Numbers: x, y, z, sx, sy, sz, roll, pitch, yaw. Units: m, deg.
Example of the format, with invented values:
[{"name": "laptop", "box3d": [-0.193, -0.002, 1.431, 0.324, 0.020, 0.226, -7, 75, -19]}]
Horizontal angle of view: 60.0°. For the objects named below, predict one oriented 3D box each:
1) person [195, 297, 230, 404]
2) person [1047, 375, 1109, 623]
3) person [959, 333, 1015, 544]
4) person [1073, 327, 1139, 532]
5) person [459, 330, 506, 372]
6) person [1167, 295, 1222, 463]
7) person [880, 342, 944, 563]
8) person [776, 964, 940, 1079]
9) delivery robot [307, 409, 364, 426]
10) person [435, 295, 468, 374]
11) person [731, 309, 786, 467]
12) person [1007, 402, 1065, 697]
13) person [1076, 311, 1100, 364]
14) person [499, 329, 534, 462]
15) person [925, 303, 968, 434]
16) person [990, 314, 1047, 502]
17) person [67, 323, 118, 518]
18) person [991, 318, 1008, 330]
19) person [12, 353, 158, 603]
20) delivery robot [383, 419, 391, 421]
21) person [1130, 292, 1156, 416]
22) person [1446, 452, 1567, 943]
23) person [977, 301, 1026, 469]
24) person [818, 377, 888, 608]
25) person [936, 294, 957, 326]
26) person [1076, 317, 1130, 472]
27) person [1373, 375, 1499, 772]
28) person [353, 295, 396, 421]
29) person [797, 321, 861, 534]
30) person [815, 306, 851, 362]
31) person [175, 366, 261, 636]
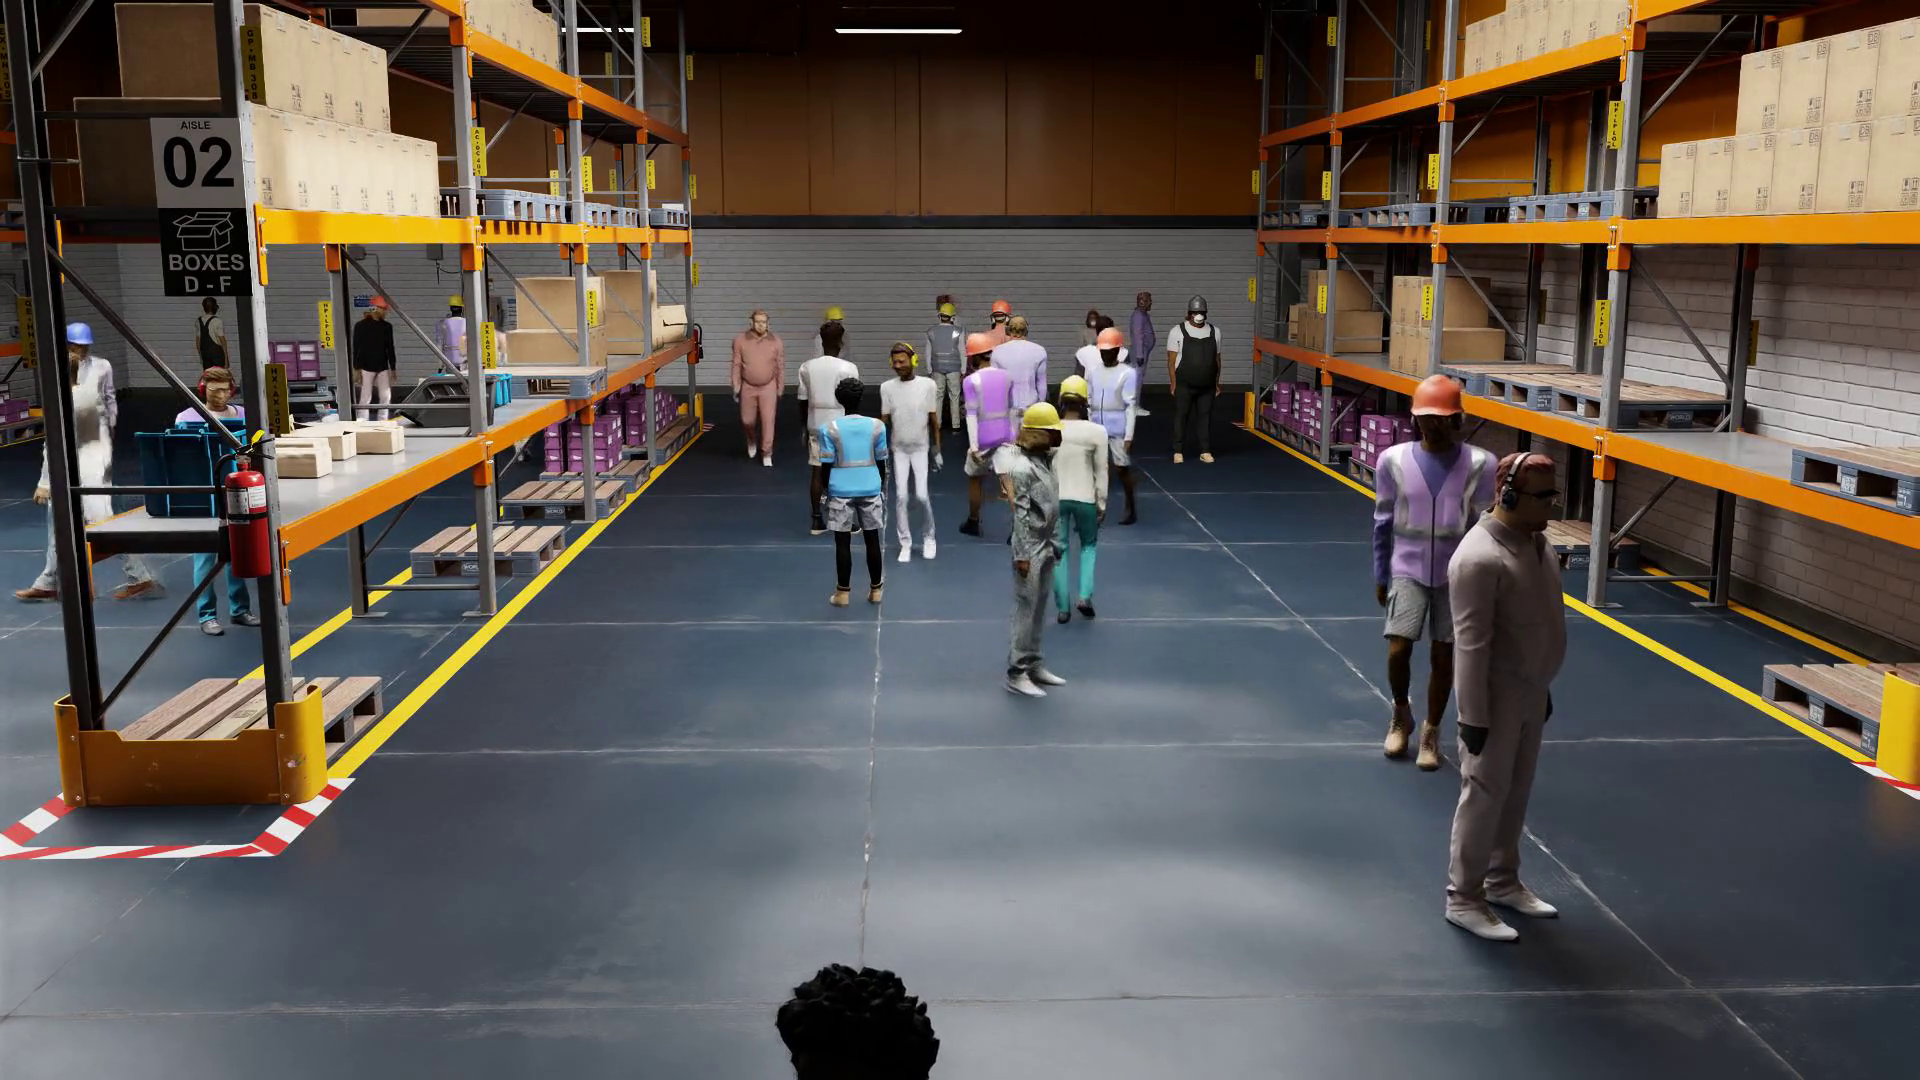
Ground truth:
[{"name": "person", "box3d": [-11.383, -2.779, 25.376, 0.512, 1.845, 0.340, 2, 10, 13]}, {"name": "person", "box3d": [0.786, -0.283, 11.745, 0.525, 1.753, 0.378, 1, 10, 8]}, {"name": "person", "box3d": [0.296, -0.903, 14.854, 0.578, 1.887, 1.014, -5, 11, -25]}, {"name": "person", "box3d": [1.419, -1.043, 15.566, 0.556, 1.901, 0.898, 7, 12, 34]}, {"name": "person", "box3d": [-6.114, -2.083, 21.477, 0.641, 1.880, 1.011, 0, 10, -2]}, {"name": "person", "box3d": [2.873, -1.945, 20.181, 0.684, 2.000, 0.538, -2, 10, -10]}, {"name": "person", "box3d": [-0.418, -0.731, 13.956, 0.532, 1.847, 0.378, 2, 10, 14]}, {"name": "person", "box3d": [-0.136, 1.415, 2.423, 0.537, 1.695, 0.321, 3, 11, 15]}, {"name": "delivery robot", "box3d": [-7.943, -1.428, 21.181, 0.477, 0.478, 0.707, 5, 11, 28]}, {"name": "person", "box3d": [-7.171, -2.537, 23.795, 0.594, 1.924, 0.384, -2, 10, -14]}, {"name": "person", "box3d": [-2.422, -1.843, 20.043, 0.654, 1.885, 0.709, -1, 10, -4]}, {"name": "person", "box3d": [0.465, 0.046, 9.920, 0.322, 1.743, 0.492, 4, 11, 24]}, {"name": "person", "box3d": [2.100, -2.834, 26.391, 0.517, 1.590, 0.854, 1, 10, 7]}, {"name": "person", "box3d": [-5.338, -1.747, 20.198, 0.543, 1.625, 0.373, 1, 10, 4]}, {"name": "person", "box3d": [-0.180, -2.392, 23.250, 0.603, 1.830, 0.404, 3, 11, 16]}, {"name": "person", "box3d": [0.592, -1.352, 17.163, 0.627, 1.940, 0.371, -2, 10, -12]}, {"name": "person", "box3d": [-8.307, -1.094, 15.773, 0.603, 1.927, 0.439, -7, 12, -35]}, {"name": "person", "box3d": [0.529, -1.894, 20.463, 0.430, 1.841, 0.624, -3, 11, -18]}, {"name": "person", "box3d": [-6.520, -0.456, 12.324, 1.012, 1.898, 0.640, -3, 11, -16]}, {"name": "delivery robot", "box3d": [-6.978, -1.436, 21.224, 0.707, 0.478, 0.477, -6, 12, -29]}, {"name": "person", "box3d": [2.828, -2.882, 25.778, 0.400, 1.907, 0.644, 2, 10, 9]}, {"name": "person", "box3d": [2.121, 0.599, 6.432, 0.400, 1.895, 0.652, 9, 13, 40]}, {"name": "person", "box3d": [0.496, -1.830, 19.687, 0.609, 1.988, 0.392, -2, 10, -9]}, {"name": "person", "box3d": [-0.785, -0.347, 12.228, 0.536, 1.699, 0.322, -4, 11, -20]}, {"name": "person", "box3d": [-0.155, -2.967, 26.381, 0.633, 1.866, 0.595, -3, 11, -19]}, {"name": "person", "box3d": [1.573, -1.485, 18.111, 0.604, 1.863, 1.009, 4, 11, 20]}, {"name": "person", "box3d": [2.385, 0.180, 8.396, 0.607, 2.028, 0.431, 3, 11, 17]}, {"name": "person", "box3d": [-7.933, -2.338, 22.592, 0.465, 1.974, 0.645, 6, 12, 31]}, {"name": "person", "box3d": [-1.178, -1.018, 15.227, 0.614, 1.962, 0.366, 4, 11, 21]}, {"name": "person", "box3d": [-1.749, -2.289, 22.736, 0.630, 1.815, 0.598, 9, 14, 43]}, {"name": "person", "box3d": [-5.097, -0.280, 11.473, 0.396, 1.837, 0.564, 7, 12, 34]}]
